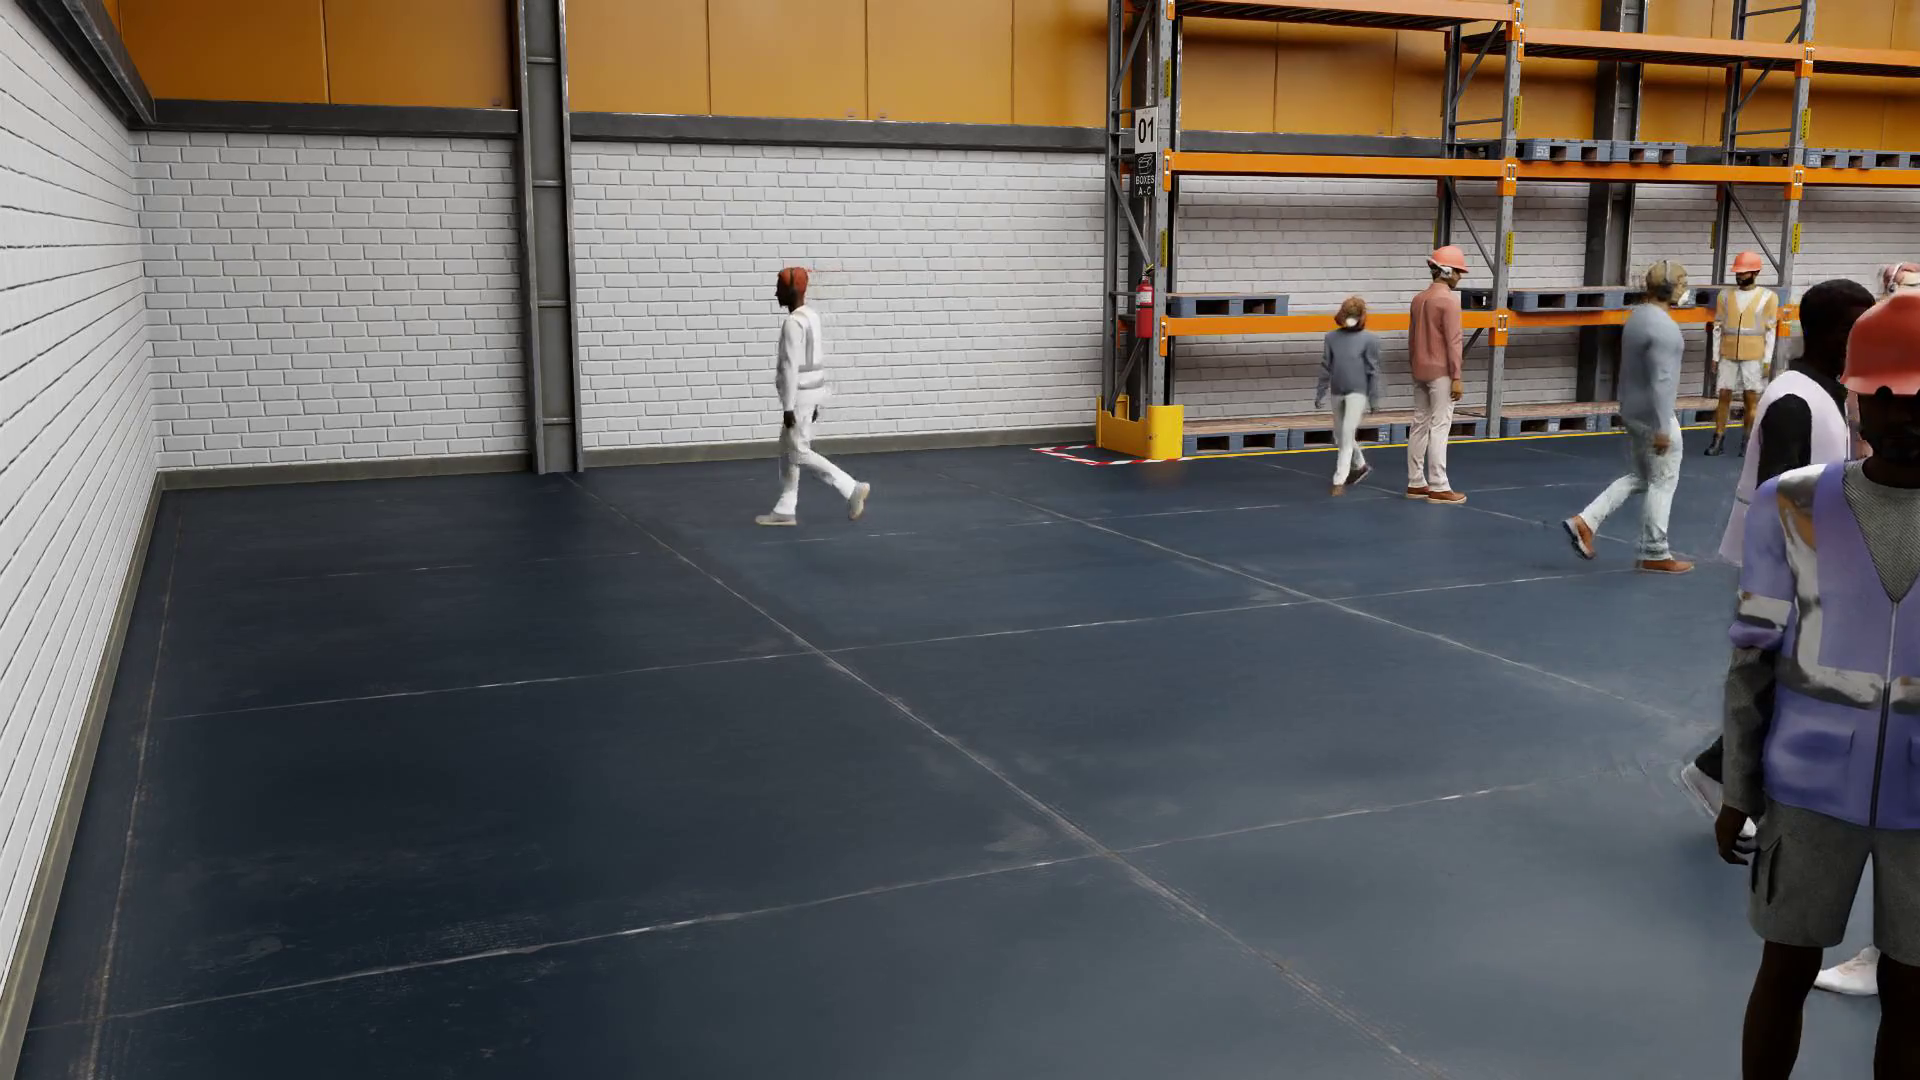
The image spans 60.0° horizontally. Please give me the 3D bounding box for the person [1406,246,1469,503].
[{"bbox_3d":[3.727,-1.281,12.949,0.392,1.985,0.610,-3,11,-17],"label":"person"}]

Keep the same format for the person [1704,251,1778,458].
[{"bbox_3d":[7.336,-1.733,15.617,0.545,1.933,0.376,8,13,39],"label":"person"}]

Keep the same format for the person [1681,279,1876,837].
[{"bbox_3d":[2.783,0.088,5.564,0.441,1.904,0.609,6,12,31],"label":"person"}]

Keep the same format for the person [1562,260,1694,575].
[{"bbox_3d":[4.123,-0.732,10.083,0.675,1.918,0.639,1,10,5],"label":"person"}]

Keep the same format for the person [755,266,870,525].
[{"bbox_3d":[-1.058,-0.996,11.744,0.782,1.861,0.576,1,10,7],"label":"person"}]

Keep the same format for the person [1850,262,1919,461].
[{"bbox_3d":[6.041,-0.849,10.796,0.676,1.889,0.427,-7,12,-32],"label":"person"}]

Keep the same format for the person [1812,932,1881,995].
[{"bbox_3d":[2.587,0.294,4.394,0.482,1.914,0.588,1,10,7],"label":"person"}]

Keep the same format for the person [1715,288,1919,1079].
[{"bbox_3d":[1.761,0.491,3.212,0.551,1.935,0.371,5,11,27],"label":"person"}]

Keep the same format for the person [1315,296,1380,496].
[{"bbox_3d":[3.166,-1.182,13.526,0.787,1.595,0.530,-10,14,-43],"label":"person"}]
